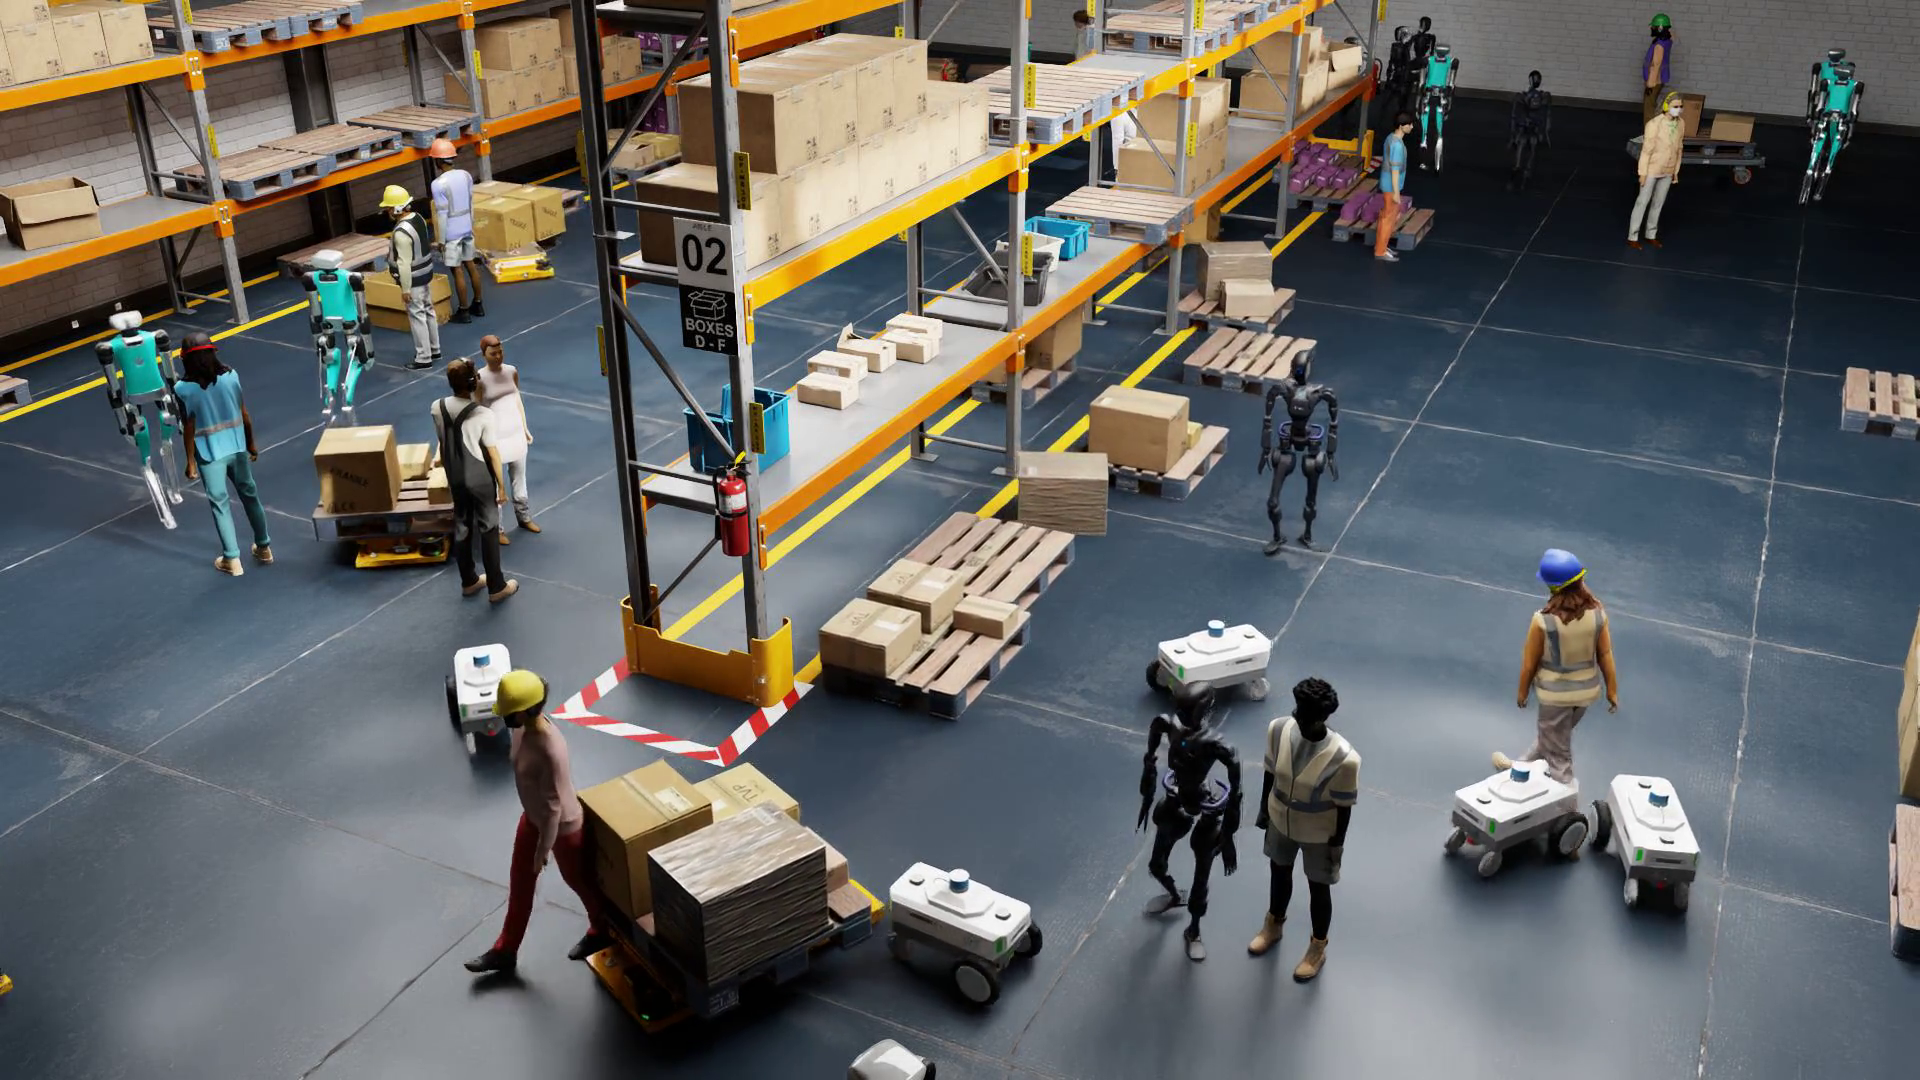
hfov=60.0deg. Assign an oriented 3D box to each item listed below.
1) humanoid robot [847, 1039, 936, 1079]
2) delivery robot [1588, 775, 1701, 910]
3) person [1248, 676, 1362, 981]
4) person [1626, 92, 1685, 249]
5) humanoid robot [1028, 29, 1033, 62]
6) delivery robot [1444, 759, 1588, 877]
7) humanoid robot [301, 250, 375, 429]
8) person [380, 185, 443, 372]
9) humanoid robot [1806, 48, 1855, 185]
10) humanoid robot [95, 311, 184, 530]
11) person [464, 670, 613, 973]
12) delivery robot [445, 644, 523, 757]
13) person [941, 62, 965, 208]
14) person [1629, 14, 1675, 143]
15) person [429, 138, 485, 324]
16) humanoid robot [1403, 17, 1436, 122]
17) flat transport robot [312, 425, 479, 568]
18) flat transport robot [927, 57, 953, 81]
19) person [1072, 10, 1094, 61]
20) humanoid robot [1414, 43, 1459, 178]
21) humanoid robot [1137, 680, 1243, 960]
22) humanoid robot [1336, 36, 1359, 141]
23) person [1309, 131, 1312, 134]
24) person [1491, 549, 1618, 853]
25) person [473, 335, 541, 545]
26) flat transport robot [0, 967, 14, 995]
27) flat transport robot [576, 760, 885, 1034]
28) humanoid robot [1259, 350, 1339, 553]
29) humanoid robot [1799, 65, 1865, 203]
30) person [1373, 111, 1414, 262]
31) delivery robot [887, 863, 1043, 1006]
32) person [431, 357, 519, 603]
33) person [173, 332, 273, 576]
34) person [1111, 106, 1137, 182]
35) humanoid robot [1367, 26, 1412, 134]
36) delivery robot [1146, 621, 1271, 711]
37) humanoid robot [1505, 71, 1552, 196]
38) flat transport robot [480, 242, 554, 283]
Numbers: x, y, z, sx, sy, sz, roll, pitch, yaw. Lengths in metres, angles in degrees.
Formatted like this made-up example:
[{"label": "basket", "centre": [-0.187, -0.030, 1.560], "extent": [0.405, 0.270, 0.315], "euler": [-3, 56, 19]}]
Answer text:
[{"label": "humanoid robot", "centre": [-0.063, 2.541, 5.841], "extent": [0.735, 1.677, 0.533], "euler": [17, 31, 30]}, {"label": "delivery robot", "centre": [3.811, 1.621, 9.199], "extent": [0.499, 0.610, 0.788], "euler": [4, 27, 7]}, {"label": "person", "centre": [1.714, 1.419, 8.307], "extent": [0.533, 1.692, 0.320], "euler": [23, 35, 39]}, {"label": "person", "centre": [8.356, -4.433, 19.936], "extent": [0.561, 1.870, 0.389], "euler": [-8, 28, -17]}, {"label": "humanoid robot", "centre": [0.680, -6.591, 24.352], "extent": [0.762, 1.713, 0.532], "euler": [0, 26, 1]}, {"label": "delivery robot", "centre": [3.147, 1.527, 9.394], "extent": [0.804, 0.614, 0.499], "euler": [-14, 30, -26]}, {"label": "humanoid robot", "centre": [-5.338, -1.522, 14.232], "extent": [0.539, 1.829, 0.665], "euler": [2, 26, 5]}, {"label": "person", "centre": [-5.331, -2.545, 16.172], "extent": [0.403, 1.825, 0.589], "euler": [0, 26, 0]}, {"label": "humanoid robot", "centre": [11.902, -5.738, 22.772], "extent": [0.558, 1.833, 0.893], "euler": [6, 27, 11]}, {"label": "humanoid robot", "centre": [-6.455, -1.009, 13.184], "extent": [0.551, 1.784, 0.881], "euler": [-18, 31, -31]}, {"label": "person", "centre": [-2.142, 1.430, 8.230], "extent": [0.773, 1.732, 0.539], "euler": [-20, 33, -35]}, {"label": "delivery robot", "centre": [-2.996, 0.970, 10.518], "extent": [0.499, 0.614, 0.815], "euler": [-8, 27, -16]}, {"label": "person", "centre": [-0.161, -5.297, 21.699], "extent": [0.389, 1.847, 0.562], "euler": [17, 31, 31]}, {"label": "person", "centre": [10.302, -6.820, 24.696], "extent": [0.426, 1.923, 0.528], "euler": [12, 29, 22]}, {"label": "person", "centre": [-5.298, -3.234, 17.431], "extent": [0.351, 1.938, 0.543], "euler": [11, 28, 21]}, {"label": "humanoid robot", "centre": [7.211, -7.352, 26.064], "extent": [0.598, 1.630, 0.722], "euler": [-12, 29, -22]}, {"label": "flat transport robot", "centre": [-4.342, -0.187, 13.155], "extent": [0.659, 0.231, 1.431], "euler": [-4, 27, -9]}, {"label": "flat transport robot", "centre": [-0.609, -6.708, 26.328], "extent": [1.431, 0.231, 0.659], "euler": [5, 27, 9]}, {"label": "person", "centre": [1.957, -7.244, 25.677], "extent": [0.508, 1.811, 0.590], "euler": [11, 28, 20]}, {"label": "humanoid robot", "centre": [6.636, -5.930, 23.172], "extent": [0.552, 1.831, 0.861], "euler": [3, 26, 5]}, {"label": "humanoid robot", "centre": [1.186, 1.374, 8.424], "extent": [0.601, 1.645, 0.447], "euler": [21, 33, 36]}, {"label": "humanoid robot", "centre": [5.677, -6.513, 24.347], "extent": [0.399, 1.653, 0.600], "euler": [14, 29, 26]}, {"label": "person", "centre": [5.091, -6.715, 24.687], "extent": [0.497, 1.727, 0.565], "euler": [-13, 29, -24]}, {"label": "person", "centre": [3.413, 0.852, 9.418], "extent": [0.513, 1.715, 0.903], "euler": [-6, 27, -11]}, {"label": "person", "centre": [-3.509, -0.781, 12.784], "extent": [0.279, 1.660, 0.459], "euler": [22, 34, 37]}, {"label": "flat transport robot", "centre": [-5.523, 2.112, 8.512], "extent": [1.431, 0.231, 0.659], "euler": [19, 32, 34]}, {"label": "flat transport robot", "centre": [-1.156, 2.032, 8.672], "extent": [1.431, 0.231, 0.659], "euler": [-20, 32, -34]}, {"label": "humanoid robot", "centre": [2.569, -0.663, 12.537], "extent": [0.608, 1.652, 0.384], "euler": [8, 28, 17]}, {"label": "humanoid robot", "centre": [11.351, -5.211, 21.771], "extent": [0.539, 1.896, 0.707], "euler": [18, 32, 32]}, {"label": "person", "centre": [5.070, -4.139, 19.461], "extent": [0.334, 1.758, 0.502], "euler": [3, 26, 5]}, {"label": "delivery robot", "centre": [0.003, 1.949, 8.498], "extent": [0.769, 0.577, 0.499], "euler": [16, 30, 28]}, {"label": "person", "centre": [-3.468, -0.422, 11.870], "extent": [0.499, 1.839, 0.343], "euler": [8, 27, 16]}, {"label": "person", "centre": [-5.439, -0.632, 12.254], "extent": [0.373, 1.865, 0.535], "euler": [22, 34, 37]}, {"label": "person", "centre": [2.109, -4.590, 20.206], "extent": [0.643, 1.908, 0.412], "euler": [-24, 35, -39]}, {"label": "humanoid robot", "centre": [6.618, -6.967, 25.290], "extent": [0.723, 1.635, 0.590], "euler": [-8, 28, -16]}, {"label": "delivery robot", "centre": [1.641, 0.796, 10.814], "extent": [0.745, 0.565, 0.499], "euler": [-10, 28, -20]}, {"label": "humanoid robot", "centre": [7.559, -5.391, 22.084], "extent": [0.588, 1.649, 0.343], "euler": [-2, 26, -4]}, {"label": "flat transport robot", "centre": [-5.258, -3.322, 19.488], "extent": [0.659, 0.231, 1.431], "euler": [-12, 29, -23]}]
